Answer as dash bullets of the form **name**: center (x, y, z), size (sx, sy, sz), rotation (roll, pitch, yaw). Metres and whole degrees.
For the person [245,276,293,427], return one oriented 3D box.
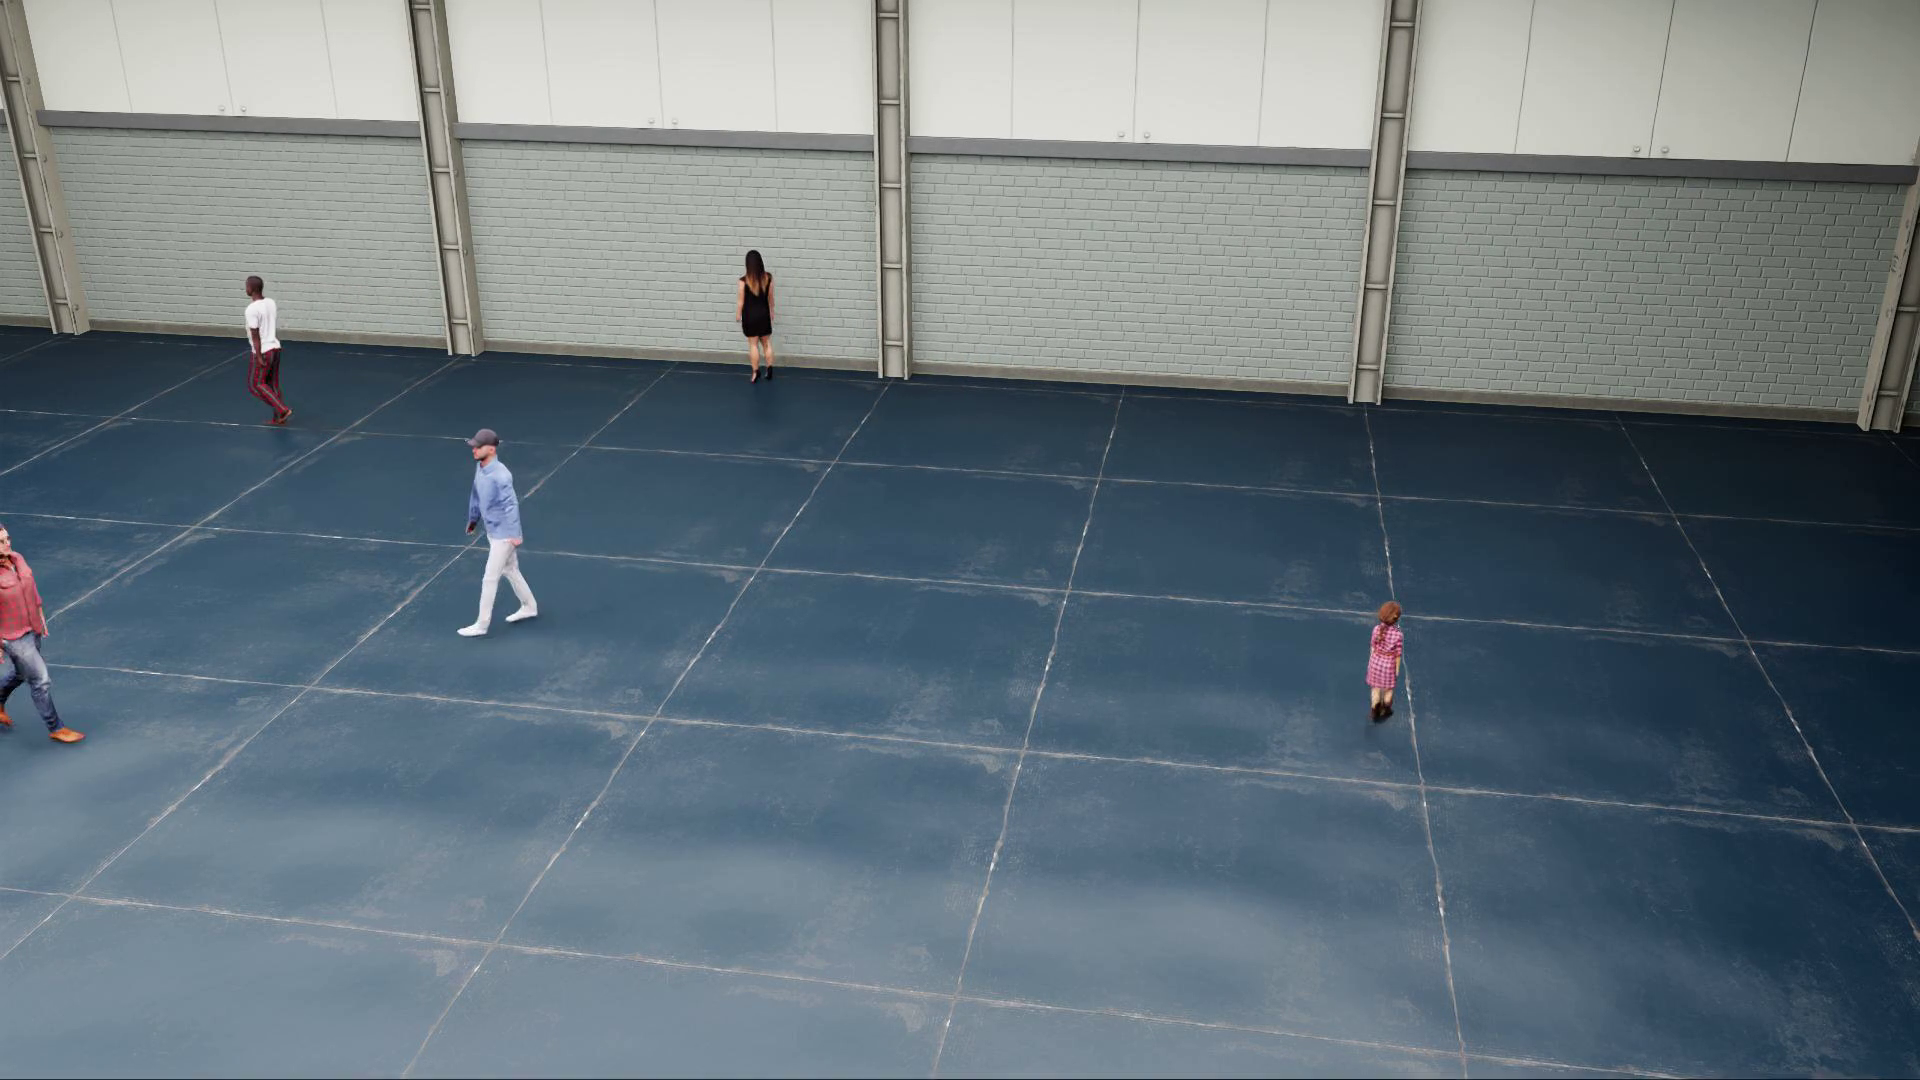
- **person**: center (-8.085, -2.195, 19.543), size (0.733, 1.821, 0.702), rotation (6, 24, 14)

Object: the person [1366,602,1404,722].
- **person**: center (3.328, 0.971, 13.126), size (0.468, 1.016, 0.547), rotation (14, 27, 29)

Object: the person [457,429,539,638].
- **person**: center (-3.953, -0.104, 14.581), size (1.125, 1.855, 1.055), rotation (-14, 27, -29)

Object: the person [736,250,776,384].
- **person**: center (-2.577, -2.834, 21.177), size (0.746, 1.718, 0.811), rotation (-14, 27, -30)

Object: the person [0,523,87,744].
- **person**: center (-7.291, 0.711, 12.735), size (1.146, 1.800, 0.695), rotation (3, 23, 8)
